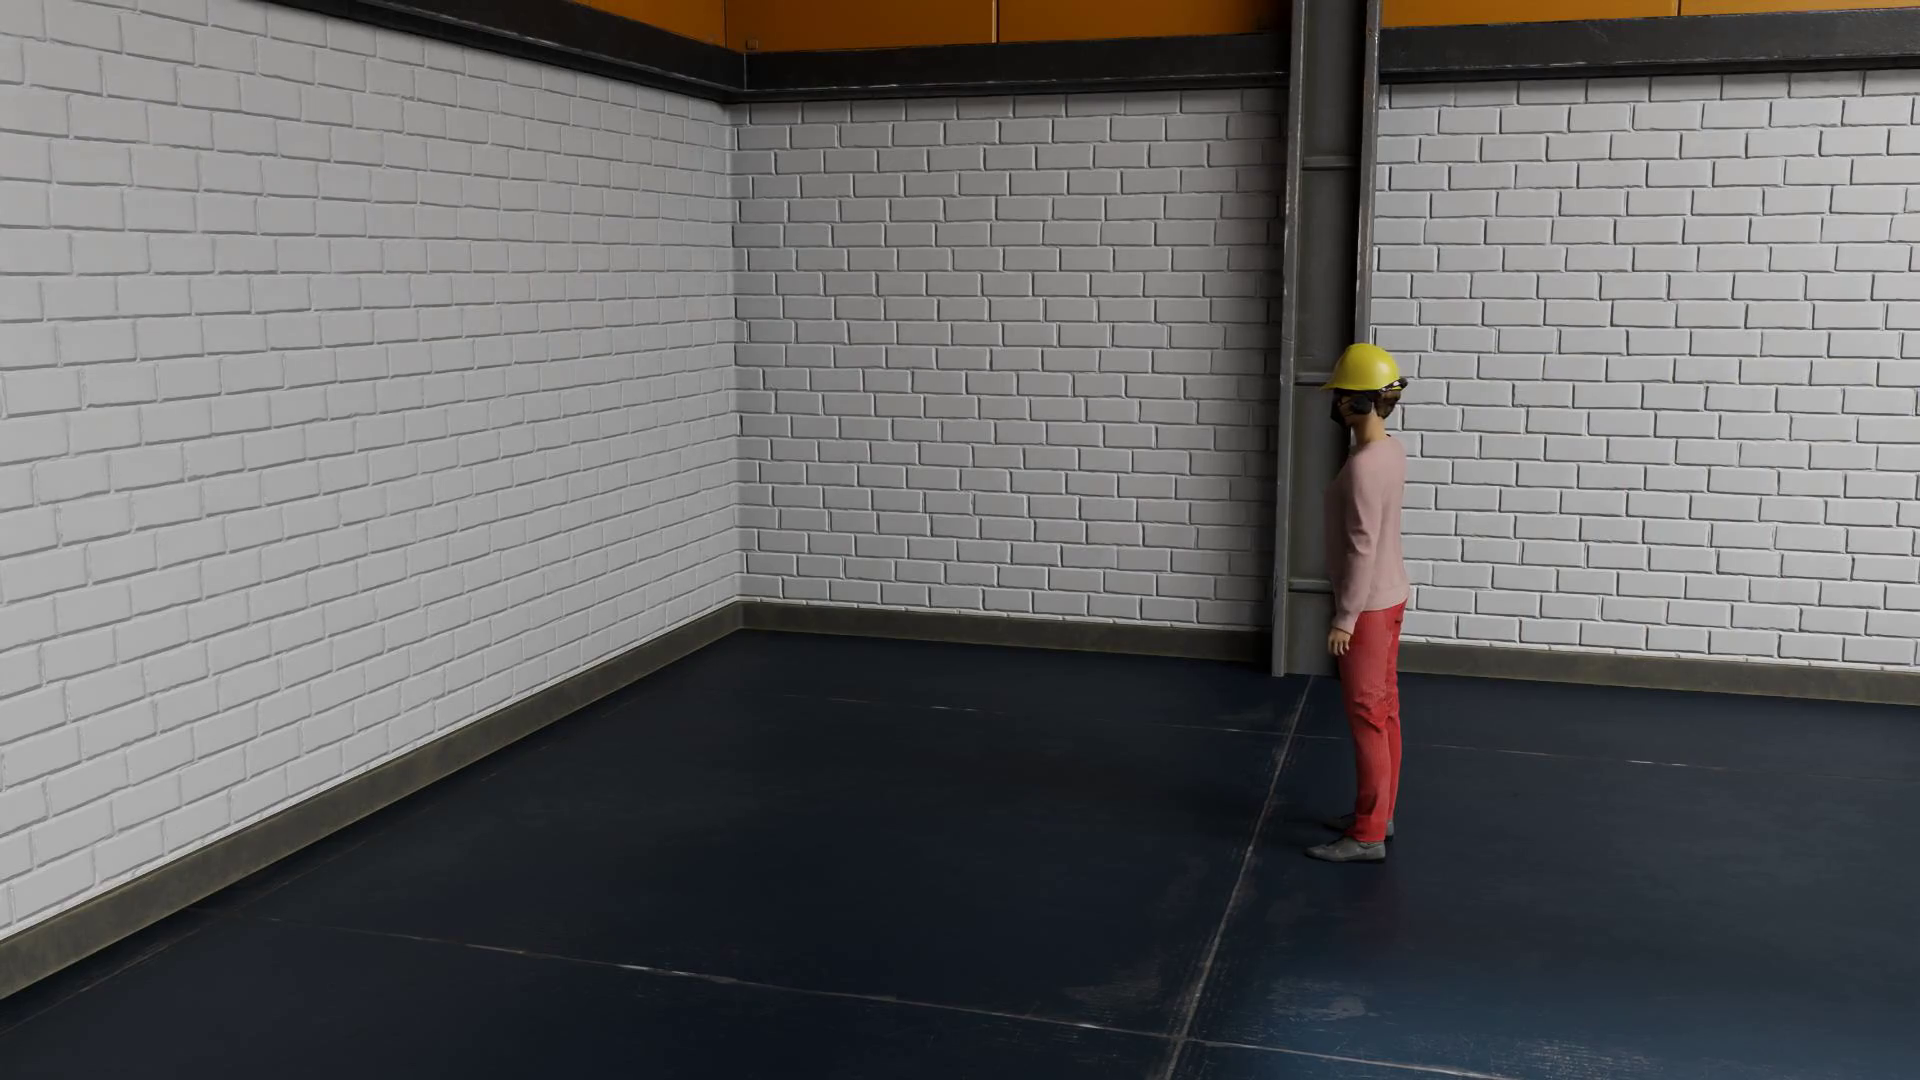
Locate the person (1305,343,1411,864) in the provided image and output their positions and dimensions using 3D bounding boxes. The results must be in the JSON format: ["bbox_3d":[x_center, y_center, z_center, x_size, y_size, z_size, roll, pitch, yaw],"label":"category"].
[{"bbox_3d":[1.364,0.219,5.673,0.317,1.769,0.523,4,10,25],"label":"person"}]
